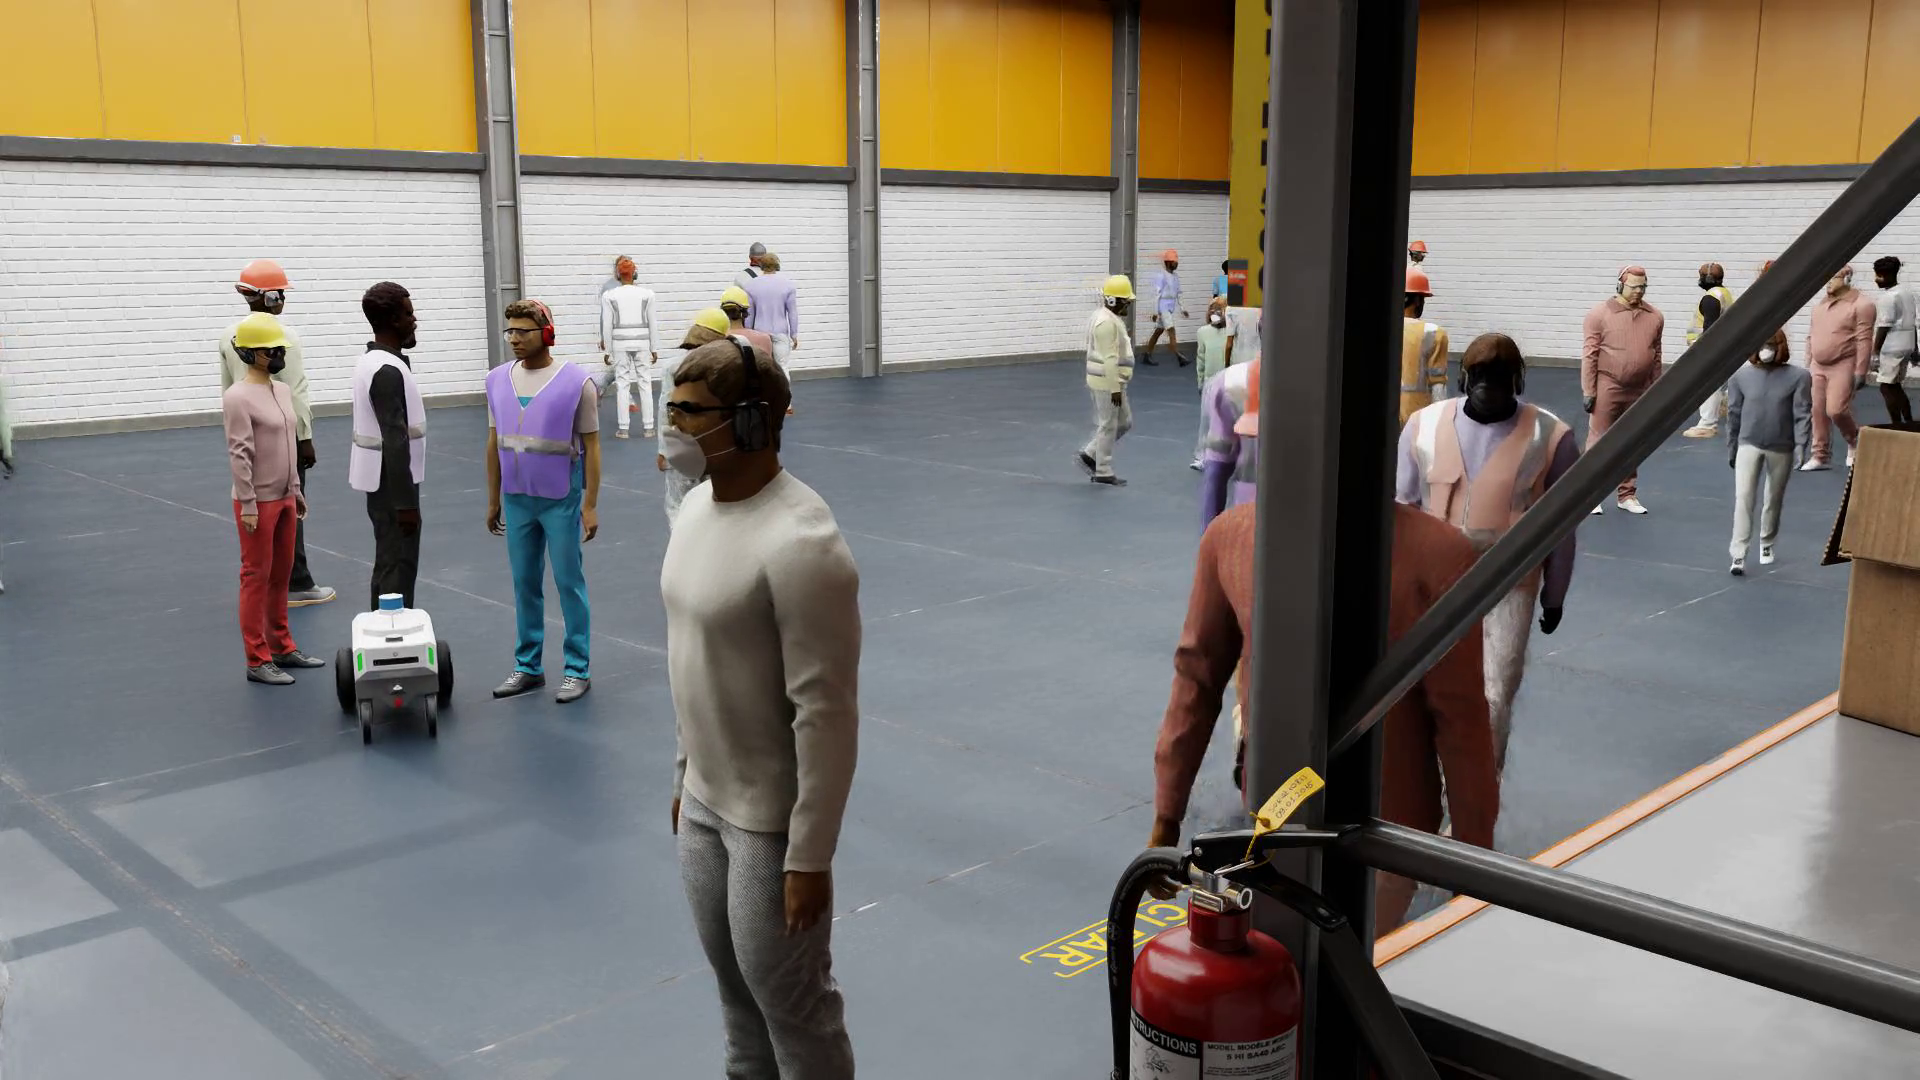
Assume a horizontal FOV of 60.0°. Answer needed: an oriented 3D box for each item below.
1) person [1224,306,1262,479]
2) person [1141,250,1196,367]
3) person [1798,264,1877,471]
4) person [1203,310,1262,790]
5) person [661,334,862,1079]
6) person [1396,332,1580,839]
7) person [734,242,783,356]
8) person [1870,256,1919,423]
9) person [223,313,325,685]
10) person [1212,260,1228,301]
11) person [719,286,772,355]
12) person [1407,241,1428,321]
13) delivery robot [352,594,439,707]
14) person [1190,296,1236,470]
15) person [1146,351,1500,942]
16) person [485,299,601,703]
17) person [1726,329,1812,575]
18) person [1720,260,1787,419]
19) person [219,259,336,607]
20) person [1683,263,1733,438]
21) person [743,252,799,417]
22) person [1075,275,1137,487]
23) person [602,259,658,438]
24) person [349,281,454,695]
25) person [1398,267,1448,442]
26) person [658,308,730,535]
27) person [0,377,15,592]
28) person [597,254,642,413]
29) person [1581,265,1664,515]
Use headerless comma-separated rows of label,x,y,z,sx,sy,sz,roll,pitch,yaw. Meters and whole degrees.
person,2.547,-1.443,14.501,0.521,1.865,0.328,2,11,11
person,3.374,-3.748,27.020,1.038,1.889,0.545,7,12,32
person,7.889,-1.547,14.967,0.492,1.895,0.664,-4,11,-22
person,1.239,-0.031,6.417,0.614,2.015,0.858,2,11,12
person,-0.423,0.554,3.403,0.376,1.940,0.627,-6,12,-31
person,1.814,0.168,5.909,0.634,1.791,0.945,7,12,32
person,-2.657,-2.911,22.016,0.682,2.000,0.537,-3,11,-15
person,9.615,-1.959,17.141,0.647,1.923,0.475,-9,14,-42
person,-3.304,-0.199,7.983,0.313,1.768,0.528,1,10,5
person,4.766,-4.142,29.682,0.531,1.692,0.320,4,11,23
person,-1.614,-0.953,12.102,0.525,1.765,0.329,-3,11,-16
person,7.375,-3.836,27.063,0.395,2.040,0.609,-2,11,-11
delivery robot,-2.493,0.480,7.324,0.477,0.478,0.707,-4,11,-20
person,2.388,-1.433,15.211,0.501,1.585,0.863,6,12,31
person,0.633,0.574,3.239,0.959,1.947,0.644,-9,14,-41
person,-1.911,-0.180,7.654,0.575,1.843,0.374,3,11,18
person,5.118,-0.578,10.572,0.502,1.576,0.902,5,12,27
person,9.025,-2.219,18.742,0.752,1.863,0.583,-2,11,-11
person,-3.955,-0.607,9.579,0.610,1.996,0.379,5,11,25
person,7.924,-2.007,17.638,0.429,1.839,0.634,7,13,34
person,-2.210,-2.401,19.517,0.635,1.936,0.355,0,10,-2
person,1.266,-1.333,14.072,0.448,1.804,0.597,2,11,12
person,-3.474,-2.015,17.551,0.572,1.887,0.355,-3,11,-17
person,-2.632,-0.233,7.738,0.378,1.921,0.597,-5,12,-25
person,2.780,-0.739,10.467,0.547,1.934,0.375,5,12,26
person,-1.525,-0.522,9.908,0.536,1.698,0.603,-3,11,-17
person,-6.040,-0.492,10.026,0.848,1.586,0.538,7,13,35
person,-4.180,-2.491,20.091,0.784,1.916,0.637,4,11,19
person,5.083,-1.143,12.752,0.641,1.905,0.410,-1,10,-7
